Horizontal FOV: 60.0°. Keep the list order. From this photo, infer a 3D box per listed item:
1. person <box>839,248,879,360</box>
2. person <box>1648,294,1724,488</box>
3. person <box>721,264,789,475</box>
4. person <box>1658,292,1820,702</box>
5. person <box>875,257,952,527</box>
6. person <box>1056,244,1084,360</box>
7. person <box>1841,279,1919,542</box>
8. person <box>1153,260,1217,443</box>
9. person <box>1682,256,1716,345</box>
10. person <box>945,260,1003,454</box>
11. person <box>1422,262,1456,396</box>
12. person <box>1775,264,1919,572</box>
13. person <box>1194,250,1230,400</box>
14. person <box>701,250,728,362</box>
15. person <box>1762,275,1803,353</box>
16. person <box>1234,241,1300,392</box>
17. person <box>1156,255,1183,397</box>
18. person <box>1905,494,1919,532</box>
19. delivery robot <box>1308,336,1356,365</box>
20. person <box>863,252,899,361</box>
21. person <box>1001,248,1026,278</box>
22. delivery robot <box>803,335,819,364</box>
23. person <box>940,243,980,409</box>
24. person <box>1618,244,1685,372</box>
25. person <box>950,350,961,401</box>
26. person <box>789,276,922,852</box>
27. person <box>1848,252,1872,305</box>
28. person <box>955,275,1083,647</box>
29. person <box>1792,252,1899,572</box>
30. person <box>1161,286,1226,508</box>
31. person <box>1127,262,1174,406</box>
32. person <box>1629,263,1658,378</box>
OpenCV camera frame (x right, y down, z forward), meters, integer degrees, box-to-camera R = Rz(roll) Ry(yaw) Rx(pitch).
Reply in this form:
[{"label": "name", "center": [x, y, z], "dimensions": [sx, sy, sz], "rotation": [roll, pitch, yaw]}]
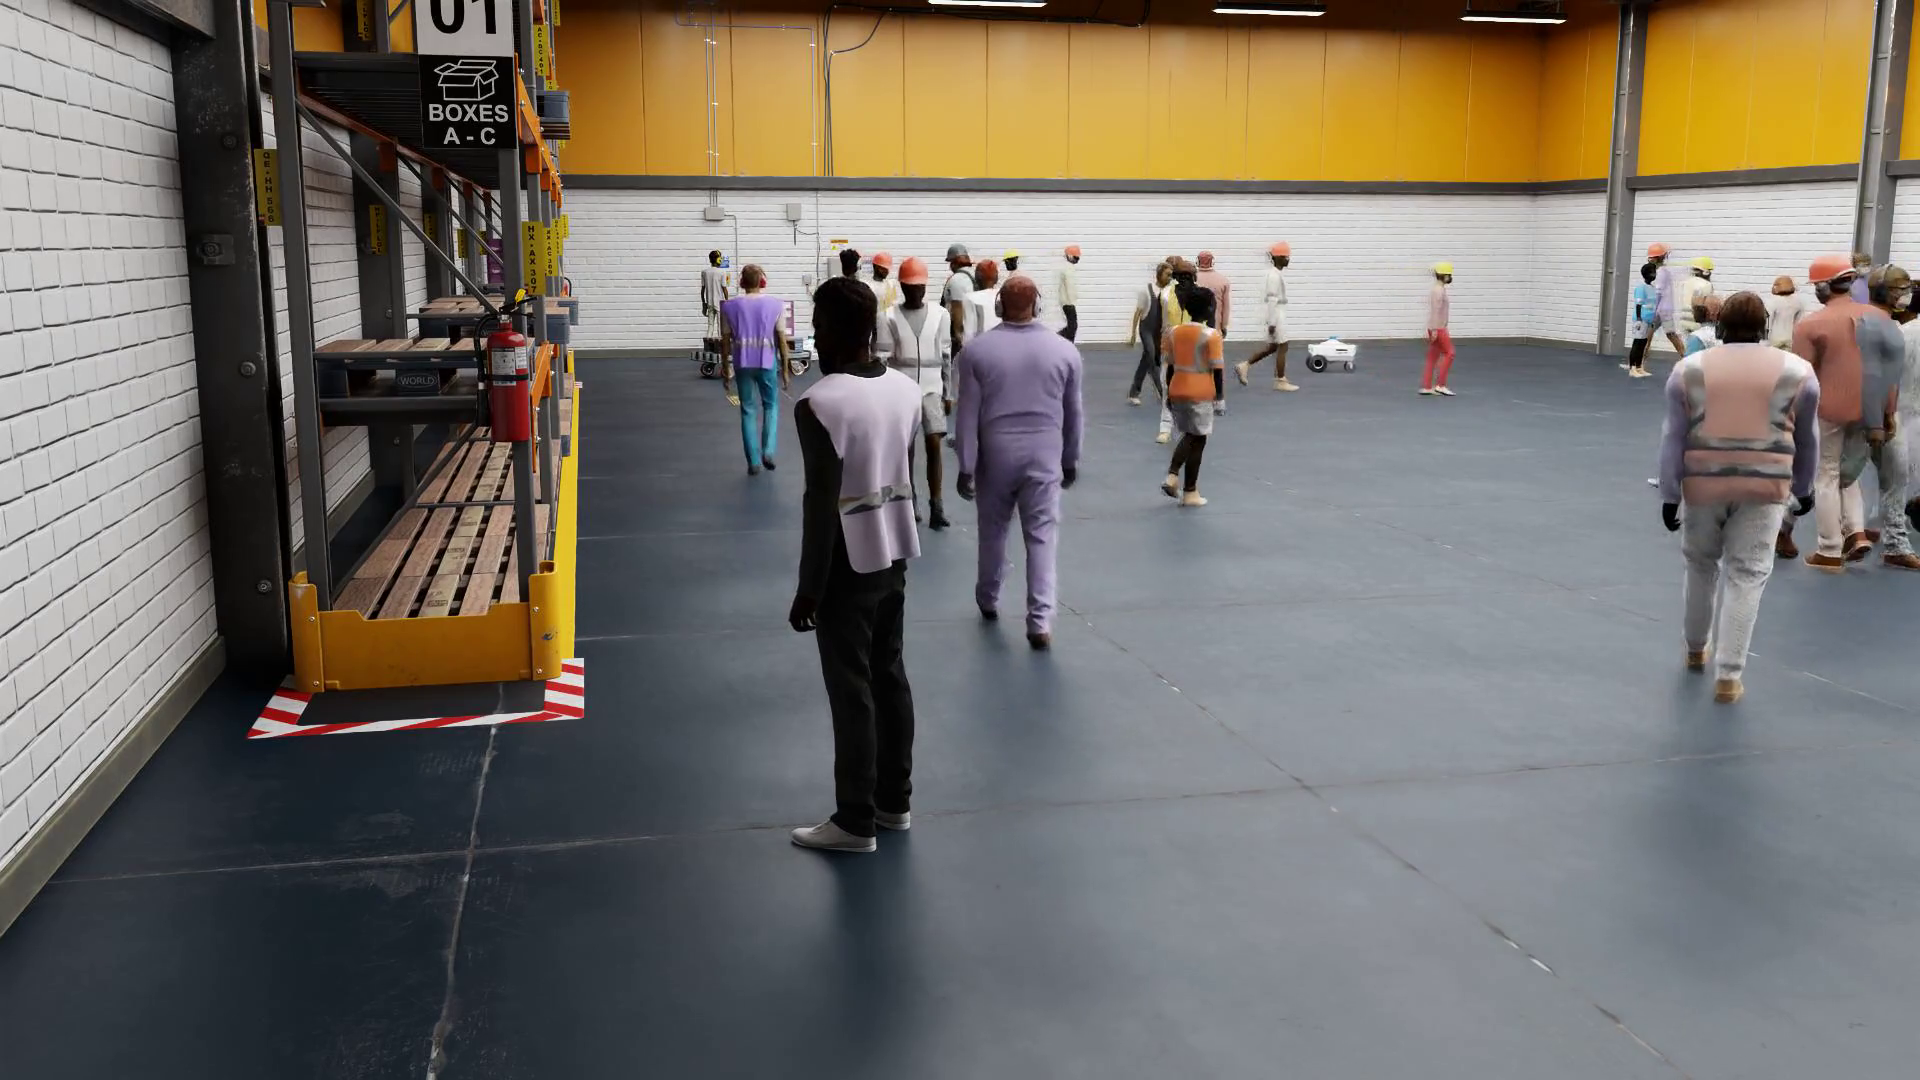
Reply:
[{"label": "person", "center": [-1.199, -2.130, 17.785], "dimensions": [0.608, 1.947, 0.582], "rotation": [-5, 11, -26]}, {"label": "person", "center": [5.746, -1.122, 13.095], "dimensions": [0.545, 1.602, 0.782], "rotation": [-9, 13, -40]}, {"label": "person", "center": [-1.801, -1.496, 14.578], "dimensions": [0.588, 1.824, 0.571], "rotation": [-1, 10, -5]}, {"label": "person", "center": [3.549, -0.219, 7.598], "dimensions": [0.642, 1.798, 0.910], "rotation": [6, 12, 28]}, {"label": "person", "center": [-0.307, -1.025, 11.741], "dimensions": [0.567, 1.901, 0.881], "rotation": [-2, 10, -10]}, {"label": "person", "center": [1.773, -3.989, 28.001], "dimensions": [0.597, 1.970, 0.637], "rotation": [1, 10, 4]}, {"label": "person", "center": [6.238, -0.797, 10.832], "dimensions": [0.540, 1.801, 1.050], "rotation": [-5, 11, -25]}, {"label": "person", "center": [2.239, -1.876, 16.670], "dimensions": [0.619, 1.838, 0.430], "rotation": [3, 11, 15]}, {"label": "person", "center": [9.880, -2.876, 22.250], "dimensions": [0.421, 1.819, 0.622], "rotation": [-1, 10, -6]}, {"label": "person", "center": [0.207, -1.681, 15.550], "dimensions": [0.612, 1.842, 0.934], "rotation": [-6, 12, -29]}, {"label": "person", "center": [6.353, -2.758, 21.796], "dimensions": [0.558, 1.754, 0.531], "rotation": [2, 10, 12]}, {"label": "person", "center": [5.584, -0.768, 10.368], "dimensions": [0.622, 1.908, 0.970], "rotation": [-10, 14, -44]}, {"label": "person", "center": [3.112, -2.741, 21.267], "dimensions": [0.642, 1.909, 0.399], "rotation": [-1, 10, -3]}, {"label": "person", "center": [-4.082, -3.906, 27.832], "dimensions": [0.537, 1.865, 0.312], "rotation": [4, 11, 23]}, {"label": "person", "center": [10.084, -2.426, 20.342], "dimensions": [0.507, 1.617, 0.606], "rotation": [-2, 10, -11]}, {"label": "person", "center": [4.166, -3.007, 22.420], "dimensions": [0.812, 2.026, 0.611], "rotation": [1, 10, 8]}, {"label": "person", "center": [2.755, -2.716, 21.316], "dimensions": [0.430, 1.841, 0.624], "rotation": [-2, 10, -13]}, {"label": "person", "center": [6.945, -0.914, 11.197], "dimensions": [0.913, 1.898, 0.532], "rotation": [7, 12, 34]}, {"label": "delivery robot", "center": [5.770, -2.926, 25.778], "dimensions": [0.707, 0.478, 0.477], "rotation": [1, 10, 5]}, {"label": "person", "center": [-0.909, -2.472, 19.829], "dimensions": [0.866, 1.887, 0.544], "rotation": [10, 14, 44]}, {"label": "person", "center": [0.884, -3.725, 26.716], "dimensions": [0.431, 1.903, 0.599], "rotation": [-3, 11, -18]}, {"label": "delivery robot", "center": [-2.313, -2.944, 25.878], "dimensions": [0.707, 0.478, 0.477], "rotation": [-5, 11, -27]}, {"label": "person", "center": [-0.076, -2.593, 20.074], "dimensions": [0.803, 2.000, 0.682], "rotation": [6, 12, 29]}, {"label": "person", "center": [10.667, -3.487, 25.243], "dimensions": [1.072, 1.983, 0.606], "rotation": [4, 11, 22]}, {"label": "person", "center": [0.046, -2.531, 20.932], "dimensions": [0.811, 1.596, 0.519], "rotation": [5, 11, 25]}, {"label": "person", "center": [-0.342, 0.090, 5.554], "dimensions": [0.393, 1.917, 0.589], "rotation": [6, 12, 30]}, {"label": "person", "center": [11.054, -2.623, 20.658], "dimensions": [0.654, 1.889, 0.605], "rotation": [-3, 11, -19]}, {"label": "person", "center": [0.301, -0.425, 8.586], "dimensions": [0.673, 1.850, 1.008], "rotation": [-1, 10, -5]}, {"label": "person", "center": [5.418, -0.788, 10.287], "dimensions": [0.636, 1.961, 0.523], "rotation": [-1, 10, -6]}, {"label": "person", "center": [1.800, -1.085, 12.709], "dimensions": [0.375, 1.686, 0.547], "rotation": [-8, 13, -36]}, {"label": "person", "center": [2.366, -2.475, 20.184], "dimensions": [0.508, 1.767, 0.985], "rotation": [-7, 12, -34]}, {"label": "person", "center": [10.151, -3.252, 24.678], "dimensions": [0.321, 1.696, 0.536], "rotation": [10, 14, 44]}]
